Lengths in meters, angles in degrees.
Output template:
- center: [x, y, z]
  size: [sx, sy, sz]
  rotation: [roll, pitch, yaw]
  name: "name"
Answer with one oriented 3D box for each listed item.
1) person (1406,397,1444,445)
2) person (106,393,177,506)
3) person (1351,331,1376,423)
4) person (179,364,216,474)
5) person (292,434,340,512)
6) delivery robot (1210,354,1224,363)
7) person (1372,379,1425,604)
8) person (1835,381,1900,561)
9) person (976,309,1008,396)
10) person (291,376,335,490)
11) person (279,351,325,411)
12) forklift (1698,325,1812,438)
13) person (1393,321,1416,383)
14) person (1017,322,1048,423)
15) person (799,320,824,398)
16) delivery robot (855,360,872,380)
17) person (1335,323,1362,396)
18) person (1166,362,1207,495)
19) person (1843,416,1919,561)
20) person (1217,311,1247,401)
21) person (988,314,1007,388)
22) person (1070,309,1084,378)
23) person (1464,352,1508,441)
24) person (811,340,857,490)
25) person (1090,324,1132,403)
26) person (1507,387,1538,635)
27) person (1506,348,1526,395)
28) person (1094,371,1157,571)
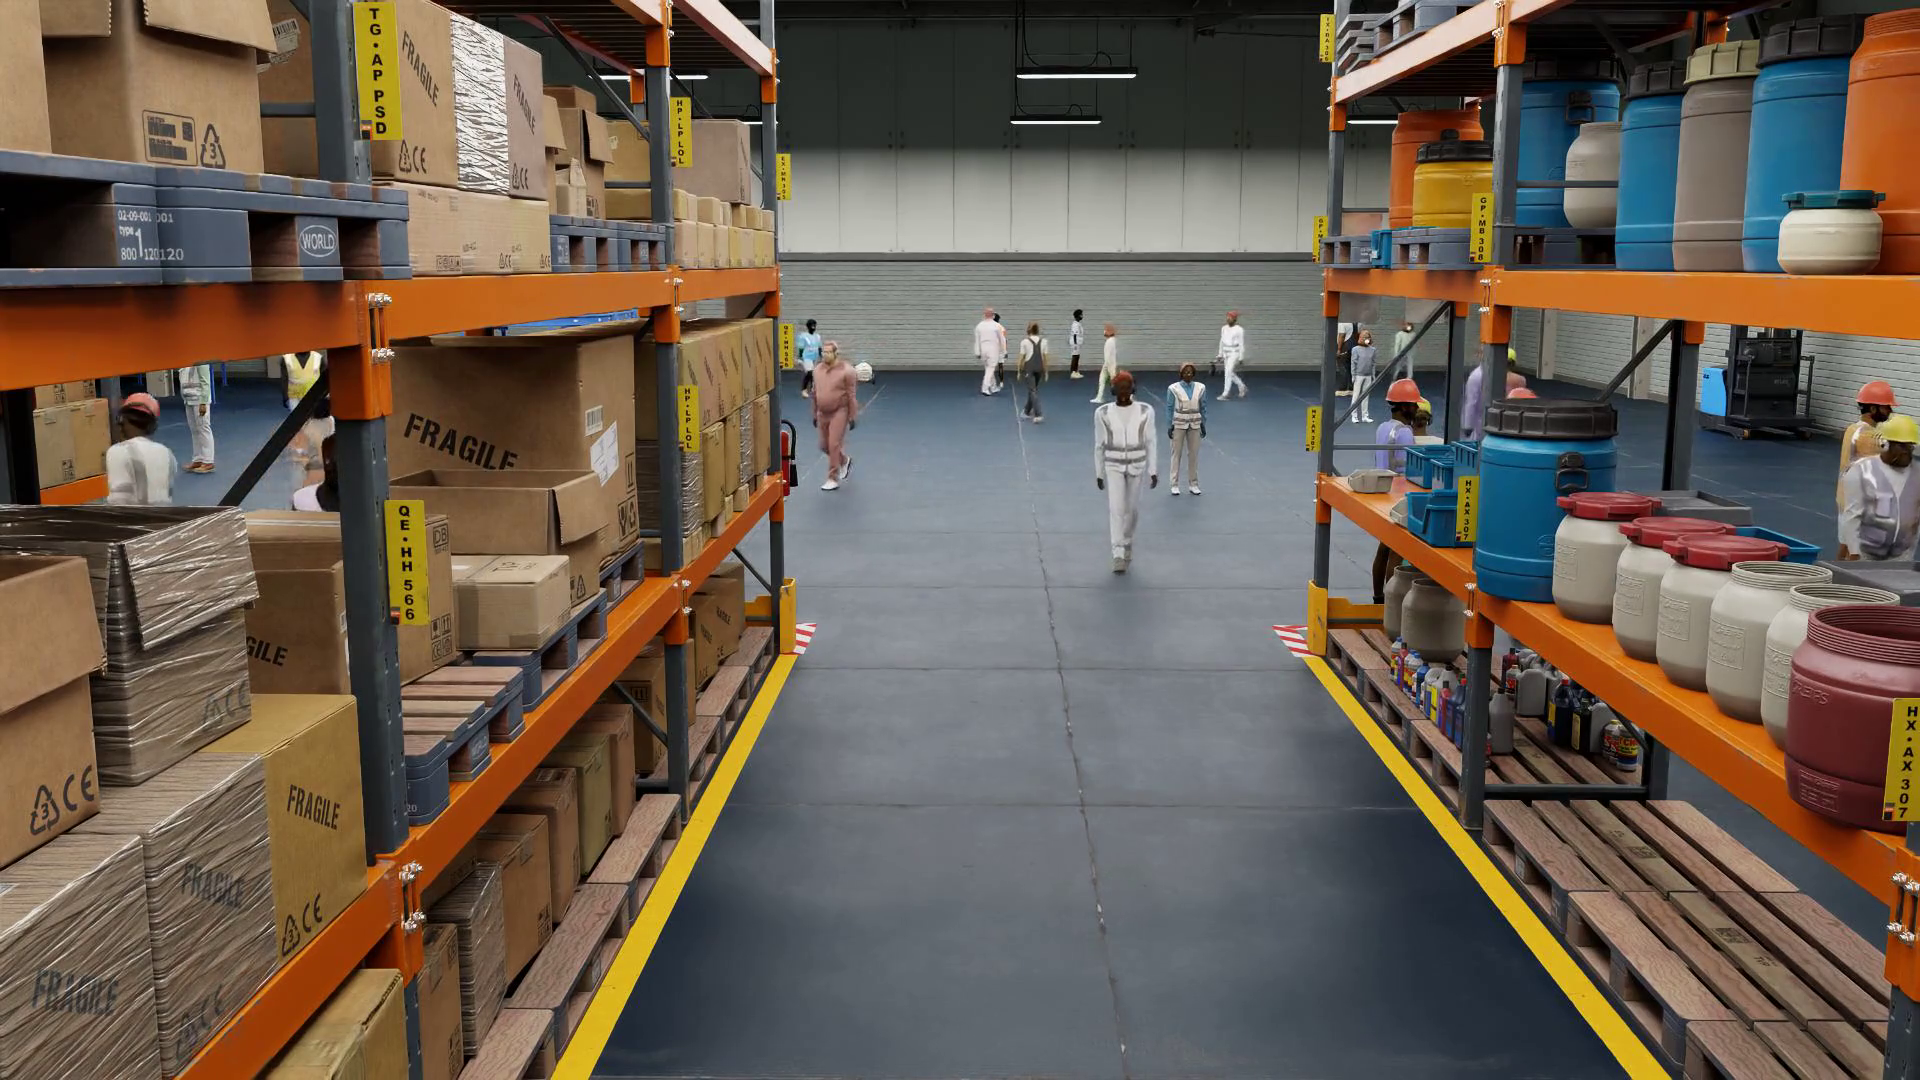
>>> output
- center: [3.726, -0.284, 13.575]
  size: [0.524, 1.768, 0.312]
  rotation: [1, 10, 5]
  name: "person"
- center: [-5.392, 0.035, 11.015]
  size: [0.413, 1.990, 0.728]
  rotation: [1, 10, 5]
  name: "person"
- center: [7.217, -2.919, 29.751]
  size: [0.500, 1.633, 0.282]
  rotation: [-3, 10, -20]
  name: "person"
- center: [-10.397, -1.888, 22.625]
  size: [0.604, 1.949, 0.389]
  rotation: [9, 13, 42]
  name: "person"
- center: [-3.526, 0.315, 9.599]
  size: [0.604, 1.896, 0.748]
  rotation: [2, 10, 10]
  name: "person"
- center: [6.561, -4.606, 42.128]
  size: [0.335, 0.223, 0.698]
  rotation: [4, 10, 23]
  name: "delivery robot"
- center: [3.473, -0.305, 13.180]
  size: [0.354, 1.939, 0.544]
  rotation: [-2, 10, -10]
  name: "person"
- center: [7.070, -0.277, 13.013]
  size: [0.376, 1.936, 0.549]
  rotation: [2, 10, 15]
  name: "person"
- center: [0.668, -4.068, 35.967]
  size: [0.636, 1.863, 0.992]
  rotation: [6, 11, 34]
  name: "person"
- center: [-5.529, -0.461, 14.248]
  size: [0.864, 1.904, 0.593]
  rotation: [4, 10, 21]
  name: "person"
- center: [-9.525, -2.079, 24.150]
  size: [0.629, 1.829, 0.451]
  rotation: [-4, 10, -21]
  name: "person"
- center: [13.248, -3.165, 27.620]
  size: [1.129, 2.768, 1.873]
  rotation: [0, 9, 1]
  name: "forklift"
- center: [9.881, -4.107, 36.960]
  size: [0.506, 1.606, 0.793]
  rotation: [-1, 10, -9]
  name: "person"
- center: [1.305, -3.022, 29.895]
  size: [0.524, 1.799, 0.951]
  rotation: [-4, 10, -25]
  name: "person"
- center: [-3.090, -3.789, 34.871]
  size: [0.913, 1.643, 0.544]
  rotation: [9, 13, 43]
  name: "person"
- center: [-2.290, -4.021, 39.417]
  size: [0.477, 0.478, 0.707]
  rotation: [-2, 10, -10]
  name: "delivery robot"
- center: [8.286, -4.110, 35.793]
  size: [0.688, 2.000, 0.536]
  rotation: [-8, 12, -39]
  name: "person"
- center: [2.788, -1.377, 20.520]
  size: [0.515, 1.635, 0.313]
  rotation: [-2, 10, -13]
  name: "person"
- center: [6.368, 0.050, 11.446]
  size: [0.592, 1.806, 0.709]
  rotation: [1, 10, 5]
  name: "person"
- center: [5.702, -3.847, 34.643]
  size: [0.838, 1.861, 0.577]
  rotation: [-6, 11, -33]
  name: "person"
- center: [0.798, -4.309, 37.887]
  size: [0.535, 1.697, 0.318]
  rotation: [-2, 10, -9]
  name: "person"
- center: [2.893, -4.851, 41.115]
  size: [0.319, 1.693, 0.542]
  rotation: [3, 10, 17]
  name: "person"
- center: [6.482, -1.462, 20.371]
  size: [0.984, 1.855, 0.640]
  rotation: [9, 13, 42]
  name: "person"
- center: [-1.580, -1.603, 21.132]
  size: [0.649, 1.886, 0.715]
  rotation: [5, 11, 30]
  name: "person"
- center: [3.103, -3.592, 33.879]
  size: [0.800, 1.599, 0.501]
  rotation: [-1, 10, -6]
  name: "person"
- center: [4.327, -0.210, 12.710]
  size: [0.552, 1.903, 0.502]
  rotation: [1, 10, 8]
  name: "person"
- center: [7.020, -1.600, 21.491]
  size: [0.523, 1.755, 0.608]
  rotation: [3, 10, 17]
  name: "person"
- center: [1.550, -0.680, 15.696]
  size: [0.575, 1.853, 0.908]
  rotation: [0, 9, 0]
  name: "person"
